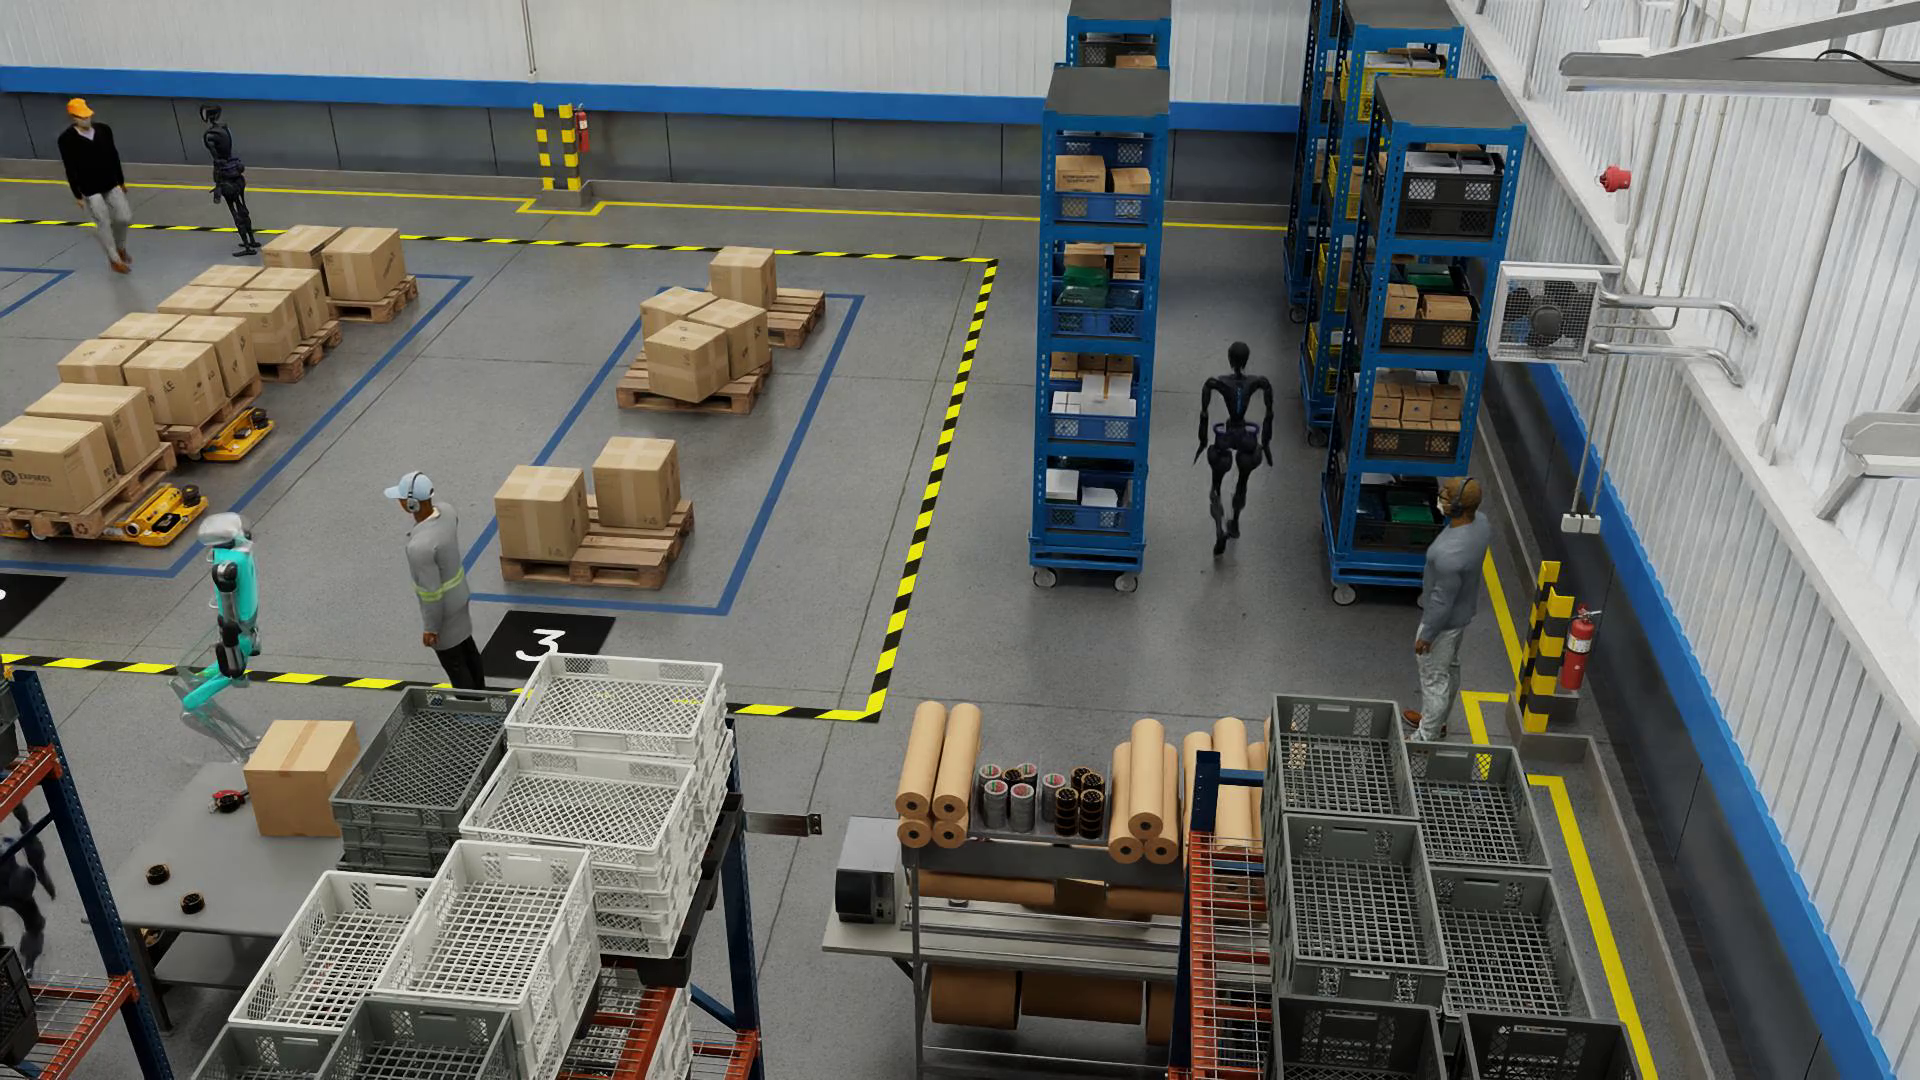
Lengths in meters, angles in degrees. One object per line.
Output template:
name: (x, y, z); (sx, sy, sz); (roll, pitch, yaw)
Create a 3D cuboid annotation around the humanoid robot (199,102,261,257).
humanoid robot: (-7.909, -3.904, 17.961); (0.315, 1.659, 0.599); (-2, 30, -4)

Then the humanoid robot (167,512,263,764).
humanoid robot: (-4.512, 0.627, 10.004); (0.735, 1.677, 0.533); (-5, 31, -9)

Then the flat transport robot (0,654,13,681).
flat transport robot: (-7.142, 0.969, 11.010); (1.431, 0.231, 0.659); (3, 30, 6)

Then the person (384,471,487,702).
person: (-3.268, 0.400, 10.412); (0.401, 1.851, 0.590); (1, 30, 2)

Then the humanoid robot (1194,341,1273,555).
humanoid robot: (2.074, -0.684, 12.456); (0.589, 1.635, 0.625); (1, 30, 2)

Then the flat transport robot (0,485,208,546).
flat transport robot: (-6.760, -0.237, 13.053); (1.431, 0.197, 0.652); (3, 30, 6)

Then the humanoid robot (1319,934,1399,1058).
humanoid robot: (1.804, 2.291, 7.356); (0.488, 1.647, 0.603); (-20, 36, -31)

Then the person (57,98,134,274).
person: (-9.019, -3.705, 17.445); (0.426, 1.868, 0.596); (20, 36, 30)

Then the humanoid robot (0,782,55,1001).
humanoid robot: (-4.948, 1.691, 8.382); (0.601, 1.638, 0.470); (3, 30, 5)

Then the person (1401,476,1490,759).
person: (2.960, 0.470, 10.207); (0.373, 1.940, 0.630); (17, 34, 27)

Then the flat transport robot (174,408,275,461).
flat transport robot: (-6.728, -0.944, 14.268); (1.431, 0.197, 0.652); (3, 30, 6)
